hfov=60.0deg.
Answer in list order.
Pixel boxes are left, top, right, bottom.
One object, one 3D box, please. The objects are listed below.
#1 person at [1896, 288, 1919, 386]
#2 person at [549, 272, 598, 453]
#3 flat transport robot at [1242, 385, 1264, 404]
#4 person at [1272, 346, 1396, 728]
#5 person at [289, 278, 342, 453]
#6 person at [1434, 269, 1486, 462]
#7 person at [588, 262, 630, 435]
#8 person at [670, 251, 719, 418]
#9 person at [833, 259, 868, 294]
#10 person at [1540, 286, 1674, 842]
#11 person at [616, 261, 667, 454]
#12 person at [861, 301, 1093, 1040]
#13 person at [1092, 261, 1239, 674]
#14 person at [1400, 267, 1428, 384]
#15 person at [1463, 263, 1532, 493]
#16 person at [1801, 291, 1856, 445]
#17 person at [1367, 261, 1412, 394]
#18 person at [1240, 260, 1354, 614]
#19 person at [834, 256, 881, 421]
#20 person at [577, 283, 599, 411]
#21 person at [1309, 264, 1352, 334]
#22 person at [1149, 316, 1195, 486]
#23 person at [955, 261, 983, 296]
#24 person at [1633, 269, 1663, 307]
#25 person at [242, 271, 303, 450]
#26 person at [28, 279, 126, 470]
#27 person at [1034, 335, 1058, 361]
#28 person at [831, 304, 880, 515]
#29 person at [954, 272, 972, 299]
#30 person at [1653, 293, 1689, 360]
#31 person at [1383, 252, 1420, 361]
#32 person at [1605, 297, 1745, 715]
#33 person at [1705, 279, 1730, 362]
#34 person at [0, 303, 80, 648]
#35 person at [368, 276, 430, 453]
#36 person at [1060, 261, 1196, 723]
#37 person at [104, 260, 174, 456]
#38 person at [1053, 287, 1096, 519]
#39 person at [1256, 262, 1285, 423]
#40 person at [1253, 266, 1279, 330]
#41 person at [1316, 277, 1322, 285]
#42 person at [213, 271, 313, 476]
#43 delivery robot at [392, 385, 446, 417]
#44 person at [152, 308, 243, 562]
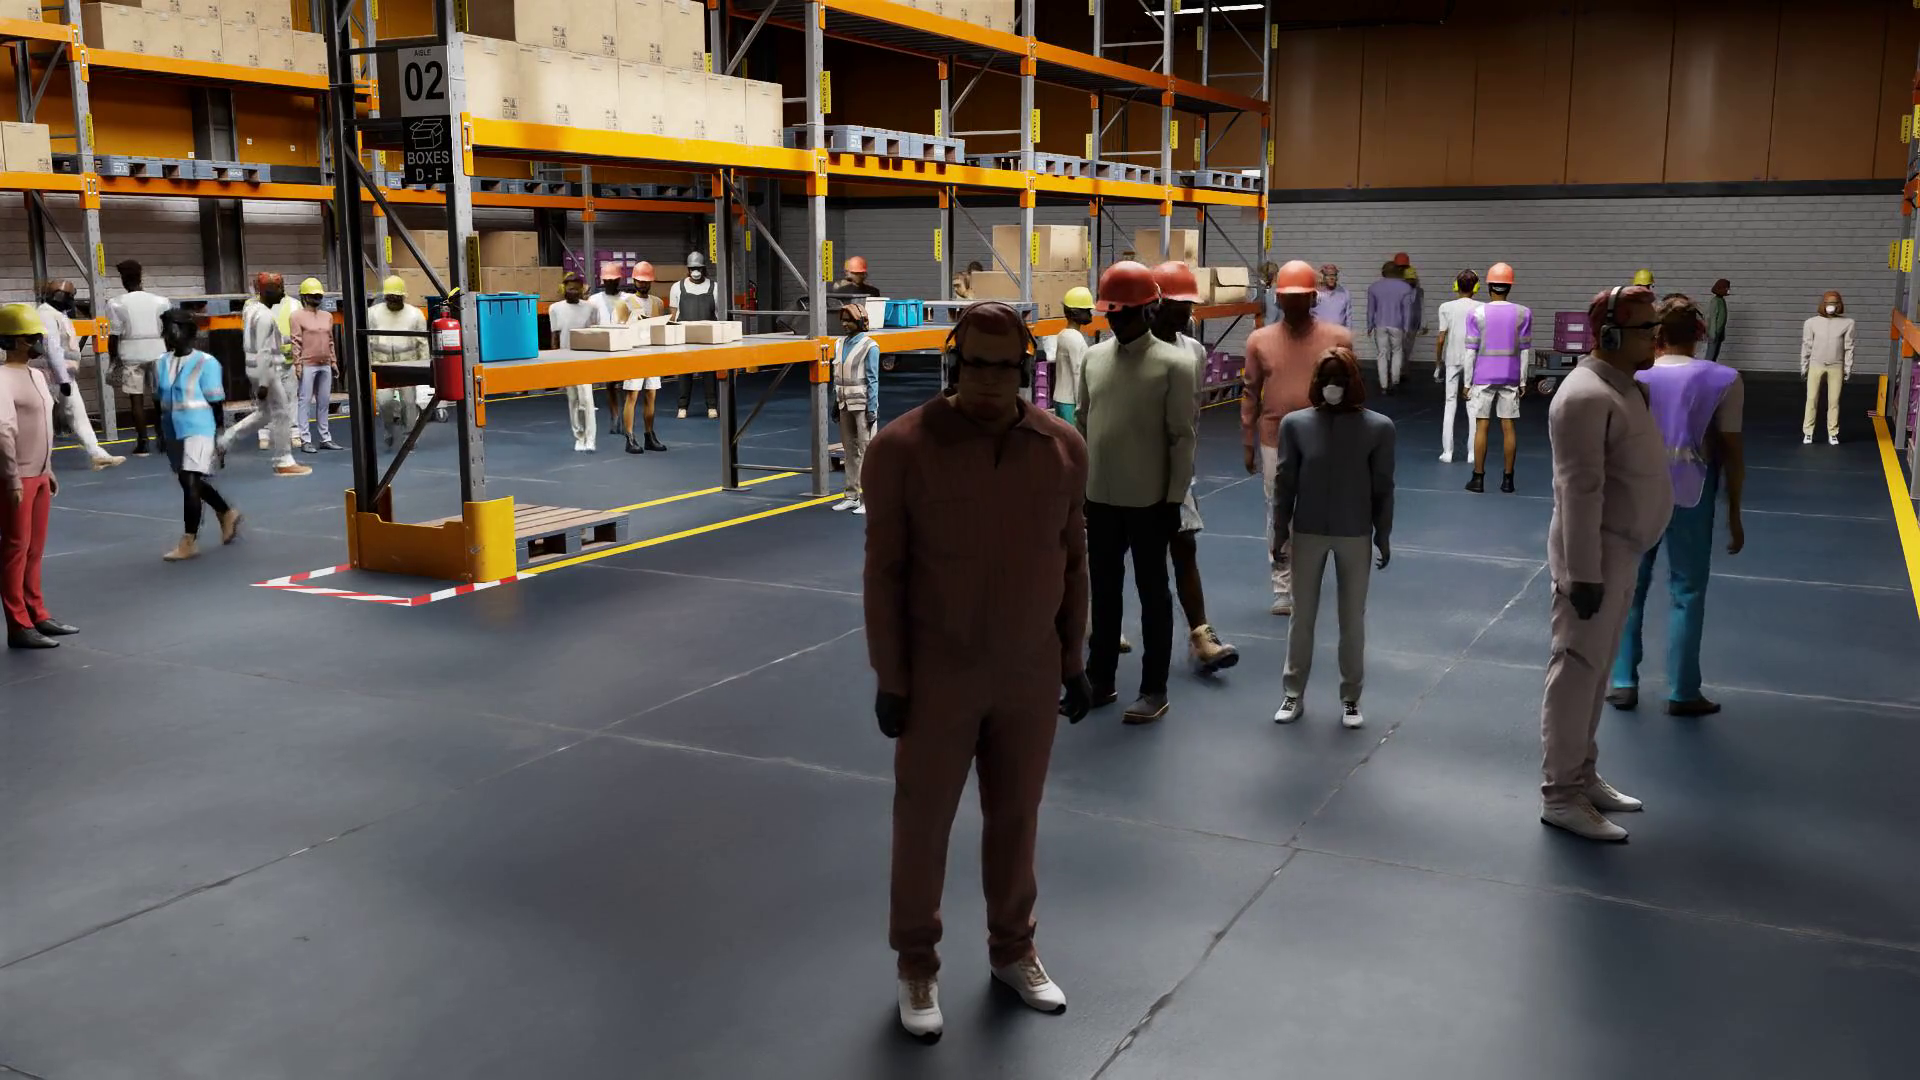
[{"bbox_3d":[12.212,-2.592,21.214,0.381,1.923,0.591,3,10,17],"label":"person"},{"bbox_3d":[-3.870,-1.785,16.838,0.525,1.829,0.831,-2,10,-12],"label":"person"},{"bbox_3d":[4.342,-1.988,22.505,0.652,0.197,1.431,5,11,26],"label":"flat transport robot"},{"bbox_3d":[1.586,-0.008,7.101,0.507,1.631,0.266,3,10,17],"label":"person"},{"bbox_3d":[-6.561,-1.773,16.936,0.312,1.768,0.522,5,11,28],"label":"person"},{"bbox_3d":[4.866,-1.678,16.104,0.533,1.863,0.310,3,10,15],"label":"person"},{"bbox_3d":[-3.865,-2.104,18.406,0.564,1.912,0.716,0,10,-1],"label":"person"},{"bbox_3d":[-3.207,-2.500,20.350,0.673,2.000,0.535,-2,10,-10],"label":"person"},{"bbox_3d":[-1.729,-3.500,26.462,0.585,1.929,0.371,-1,10,-8],"label":"person"},{"bbox_3d":[2.274,0.072,5.843,0.406,1.910,0.636,6,11,31],"label":"person"},{"bbox_3d":[-3.202,-1.846,16.872,0.547,1.934,0.375,-10,14,-44],"label":"person"},{"bbox_3d":[0.067,0.334,4.355,0.643,1.902,0.400,-4,11,-22],"label":"person"},{"bbox_3d":[0.969,-0.355,8.113,0.622,1.979,1.101,-5,11,-26],"label":"person"},{"bbox_3d":[6.958,-3.320,25.781,0.583,1.802,0.554,-4,11,-21],"label":"person"},{"bbox_3d":[4.522,-1.361,14.053,0.544,1.938,0.360,1,10,6],"label":"person"},{"bbox_3d":[9.163,-1.815,17.589,0.498,1.625,0.281,4,11,24],"label":"person"},{"bbox_3d":[6.210,-3.078,24.106,0.621,1.906,0.732,3,10,15],"label":"person"},{"bbox_3d":[1.895,-0.576,9.380,0.642,1.982,0.512,3,10,17],"label":"person"},{"bbox_3d":[-1.208,-2.388,19.897,0.632,1.974,0.692,-3,10,-16],"label":"person"},{"bbox_3d":[-4.865,-2.478,21.388,0.311,1.637,0.513,-5,11,-25],"label":"person"},{"bbox_3d":[4.628,-2.519,20.915,0.668,1.872,0.806,0,10,-1],"label":"person"},{"bbox_3d":[1.696,-1.286,13.864,0.996,1.872,0.638,-8,13,-39],"label":"person"},{"bbox_3d":[0.236,-3.454,26.300,0.636,1.902,0.604,-2,10,-13],"label":"person"},{"bbox_3d":[8.334,-2.403,20.416,0.588,1.823,0.403,7,12,36],"label":"person"},{"bbox_3d":[-7.065,-1.852,17.192,0.620,1.837,0.429,-5,11,-28],"label":"person"},{"bbox_3d":[-8.350,-1.512,15.400,0.963,1.778,0.629,-2,10,-12],"label":"person"},{"bbox_3d":[1.388,-3.105,24.499,0.644,1.801,0.902,-1,10,-6],"label":"person"},{"bbox_3d":[-0.803,-1.016,12.944,0.313,1.633,0.511,-8,13,-40],"label":"person"},{"bbox_3d":[0.085,-2.267,19.705,0.504,1.794,0.737,3,10,17],"label":"person"},{"bbox_3d":[5.909,-1.219,13.938,0.533,1.694,0.319,-6,11,-31],"label":"person"},{"bbox_3d":[6.889,-3.477,26.048,0.617,2.032,0.567,1,10,6],"label":"person"},{"bbox_3d":[3.115,-0.132,7.299,0.620,1.827,0.402,9,13,41],"label":"person"},{"bbox_3d":[11.409,-3.112,25.087,0.288,1.627,0.502,8,13,39],"label":"person"},{"bbox_3d":[-4.808,-0.333,8.598,0.327,1.769,0.525,-1,10,-7],"label":"person"},{"bbox_3d":[-5.641,-1.742,16.690,0.620,1.797,0.525,-2,10,-13],"label":"person"},{"bbox_3d":[0.723,-0.207,7.227,0.608,1.987,0.388,8,13,40],"label":"person"},{"bbox_3d":[-8.128,-1.791,16.529,0.662,1.952,0.441,-10,14,-44],"label":"person"},{"bbox_3d":[0.876,-1.031,12.637,0.326,1.767,0.533,-2,10,-10],"label":"person"},{"bbox_3d":[3.825,-2.338,19.776,0.536,1.915,0.778,5,11,28],"label":"person"},{"bbox_3d":[4.709,-3.219,25.069,0.851,1.841,0.569,9,14,43],"label":"person"},{"bbox_3d":[5.230,-2.921,23.834,0.493,1.689,0.665,4,11,21],"label":"person"},{"bbox_3d":[-6.340,-1.476,14.955,0.798,1.861,0.617,-6,11,-30],"label":"person"},{"bbox_3d":[-6.451,-1.697,19.727,0.477,0.478,0.707,7,12,34],"label":"delivery robot"},{"bbox_3d":[-5.130,-0.730,11.183,0.538,1.672,0.788,3,10,18],"label":"person"}]
